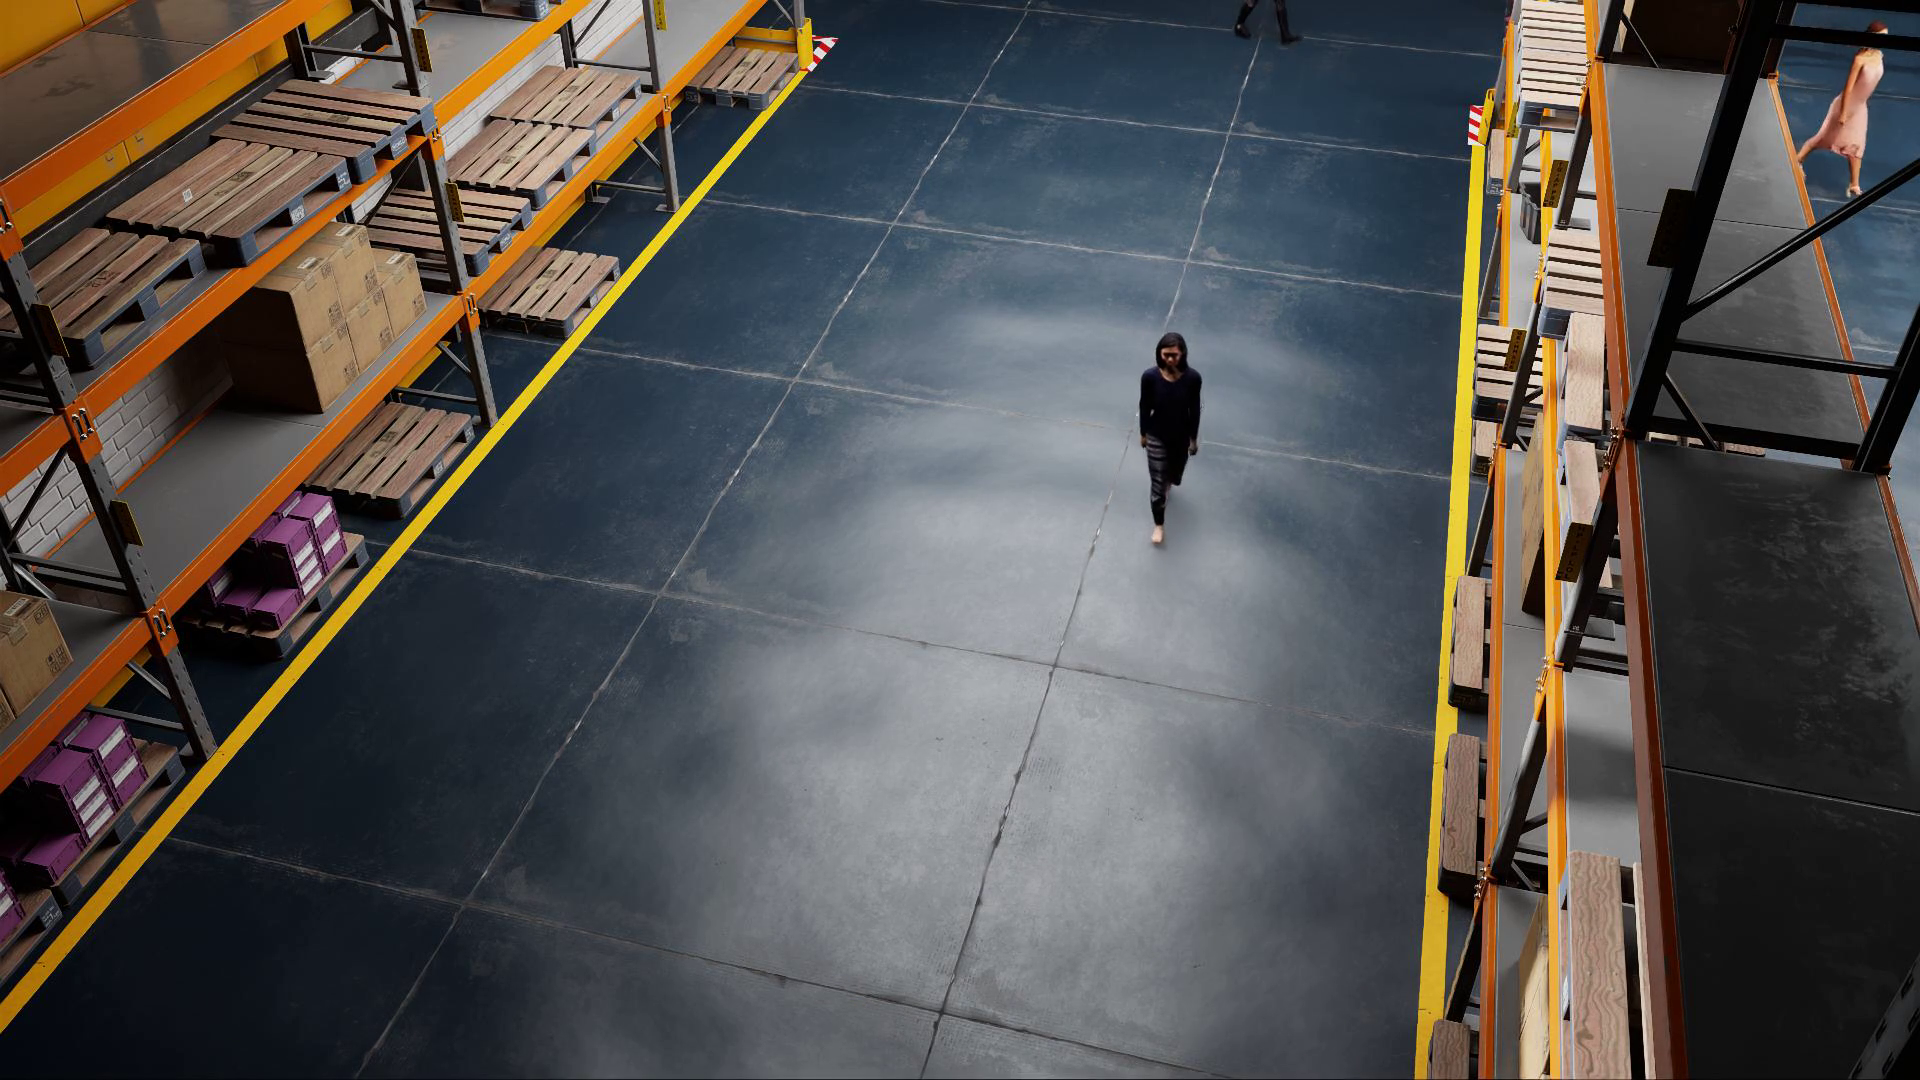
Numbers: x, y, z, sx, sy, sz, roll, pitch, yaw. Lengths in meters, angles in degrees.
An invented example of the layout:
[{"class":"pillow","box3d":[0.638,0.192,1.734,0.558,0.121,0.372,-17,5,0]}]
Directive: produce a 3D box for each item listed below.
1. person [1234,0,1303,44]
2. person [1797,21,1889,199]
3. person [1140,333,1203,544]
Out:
[{"class":"person","box3d":[3.663,-6.838,20.112,0.995,1.636,1.159,28,46,30]},{"class":"person","box3d":[8.965,-4.403,16.951,1.067,1.777,1.166,-17,42,-20]},{"class":"person","box3d":[1.585,-0.846,12.546,0.730,1.715,1.003,3,39,4]}]
